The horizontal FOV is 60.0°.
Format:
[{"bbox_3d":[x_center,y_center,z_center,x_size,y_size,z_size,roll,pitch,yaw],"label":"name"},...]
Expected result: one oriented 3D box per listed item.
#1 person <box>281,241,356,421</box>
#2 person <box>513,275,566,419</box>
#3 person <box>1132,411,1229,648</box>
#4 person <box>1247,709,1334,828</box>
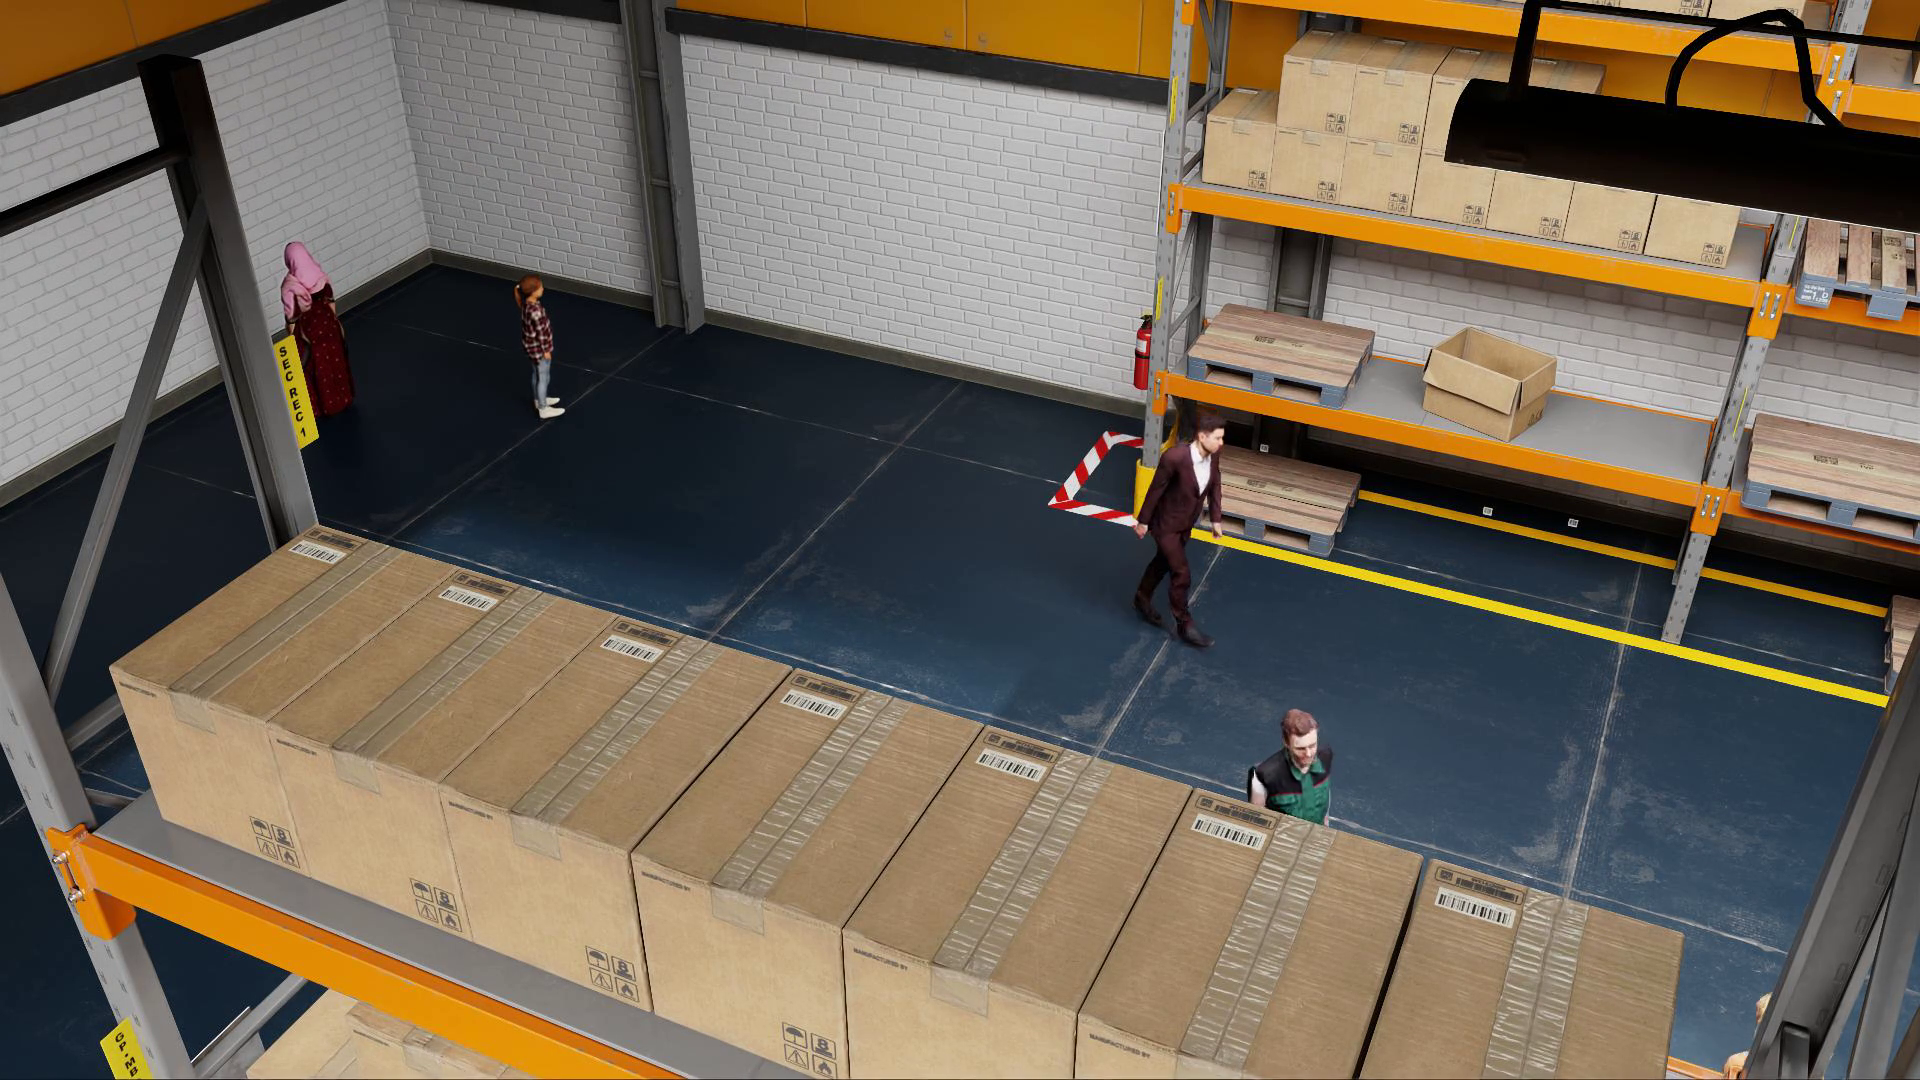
[{"bbox_3d":[-5.565,-1.819,14.357,0.701,1.637,0.728,26,42,33],"label":"person"},{"bbox_3d":[-3.681,-1.695,14.473,0.660,1.303,0.589,-14,36,-20],"label":"person"},{"bbox_3d":[1.438,-0.141,11.679,0.947,1.807,1.129,-21,39,-28],"label":"person"},{"bbox_3d":[1.791,1.624,9.000,0.808,1.833,0.823,-24,40,-31],"label":"person"}]
